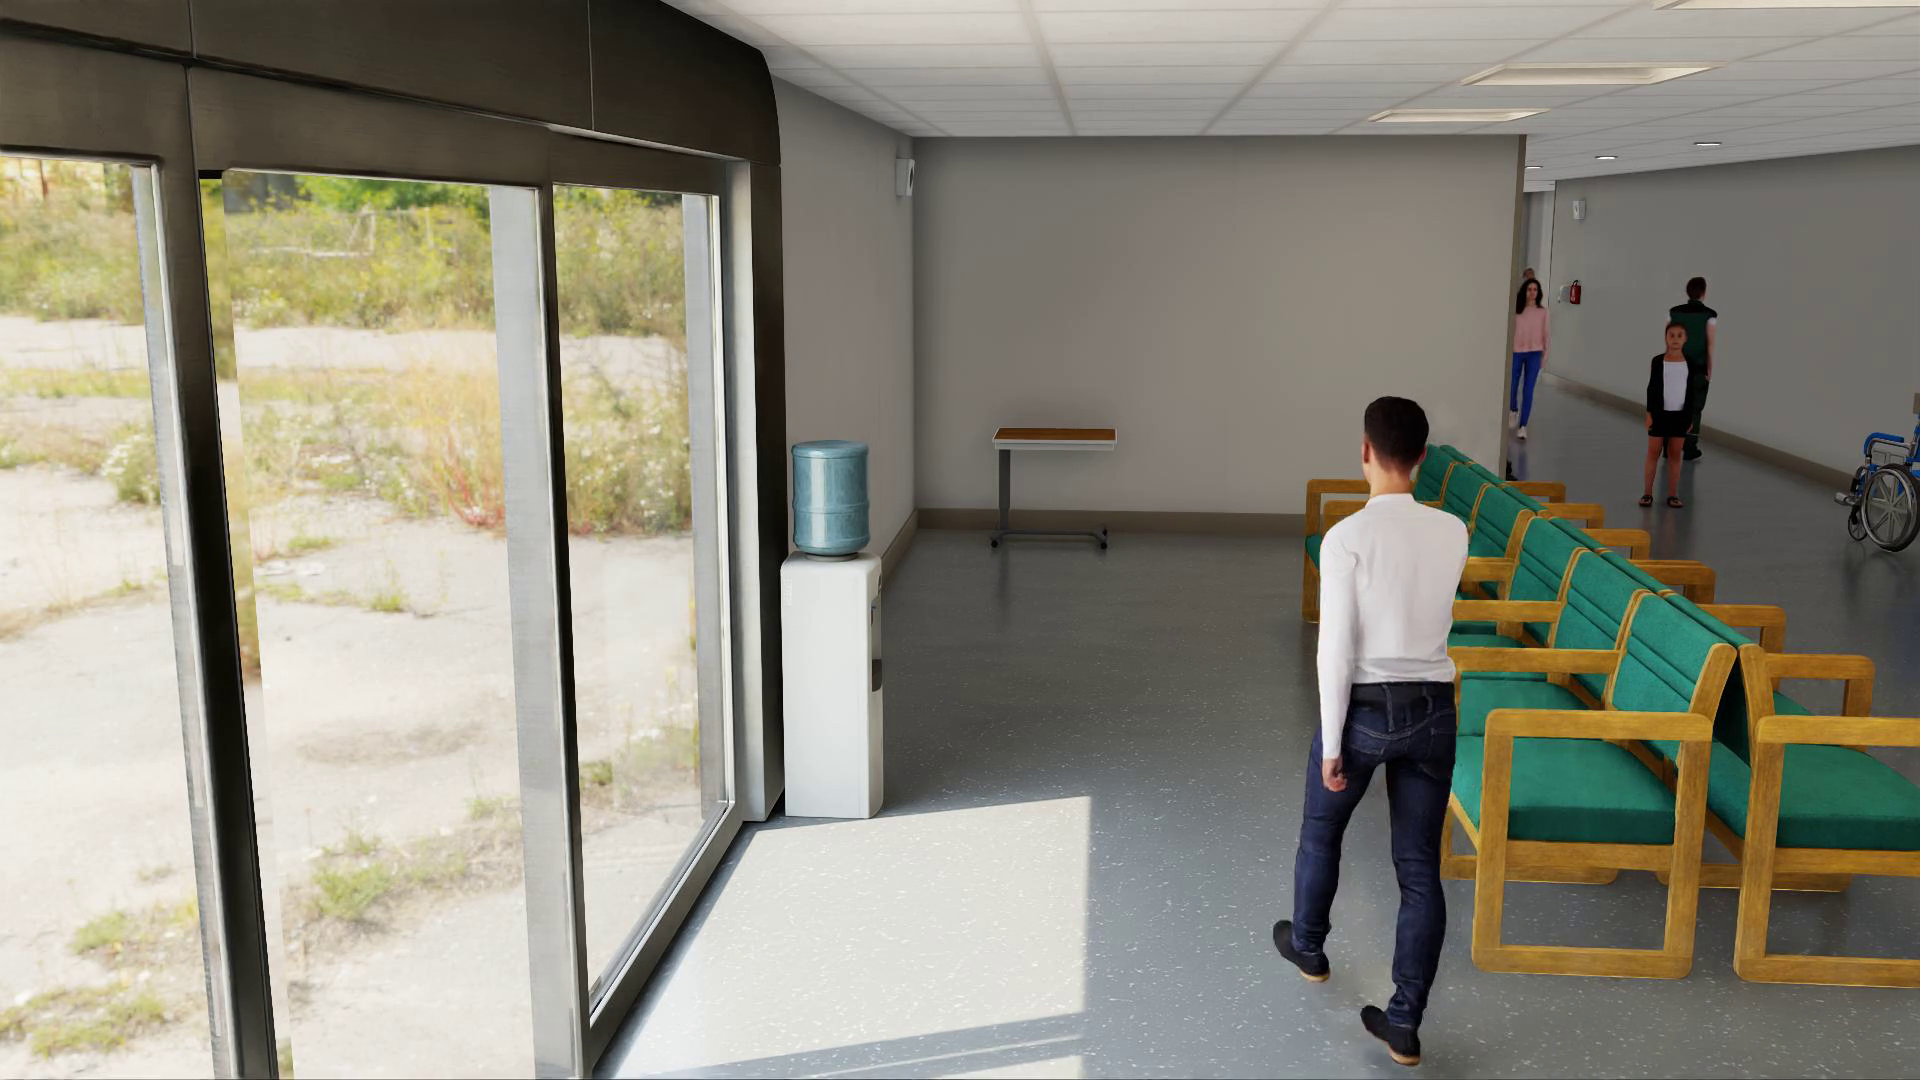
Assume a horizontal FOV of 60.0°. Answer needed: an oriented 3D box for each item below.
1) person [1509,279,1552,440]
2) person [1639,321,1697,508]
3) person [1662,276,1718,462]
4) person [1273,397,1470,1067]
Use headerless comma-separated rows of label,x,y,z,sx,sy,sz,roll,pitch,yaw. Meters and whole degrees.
person,6.246,-2.007,18.412,0.831,1.761,0.800,3,11,15
person,5.977,-1.068,14.019,0.535,1.555,0.633,3,11,16
person,7.354,-1.740,16.787,0.710,1.844,0.793,10,14,41
person,1.235,0.552,4.613,1.029,1.838,0.822,-1,11,-8
